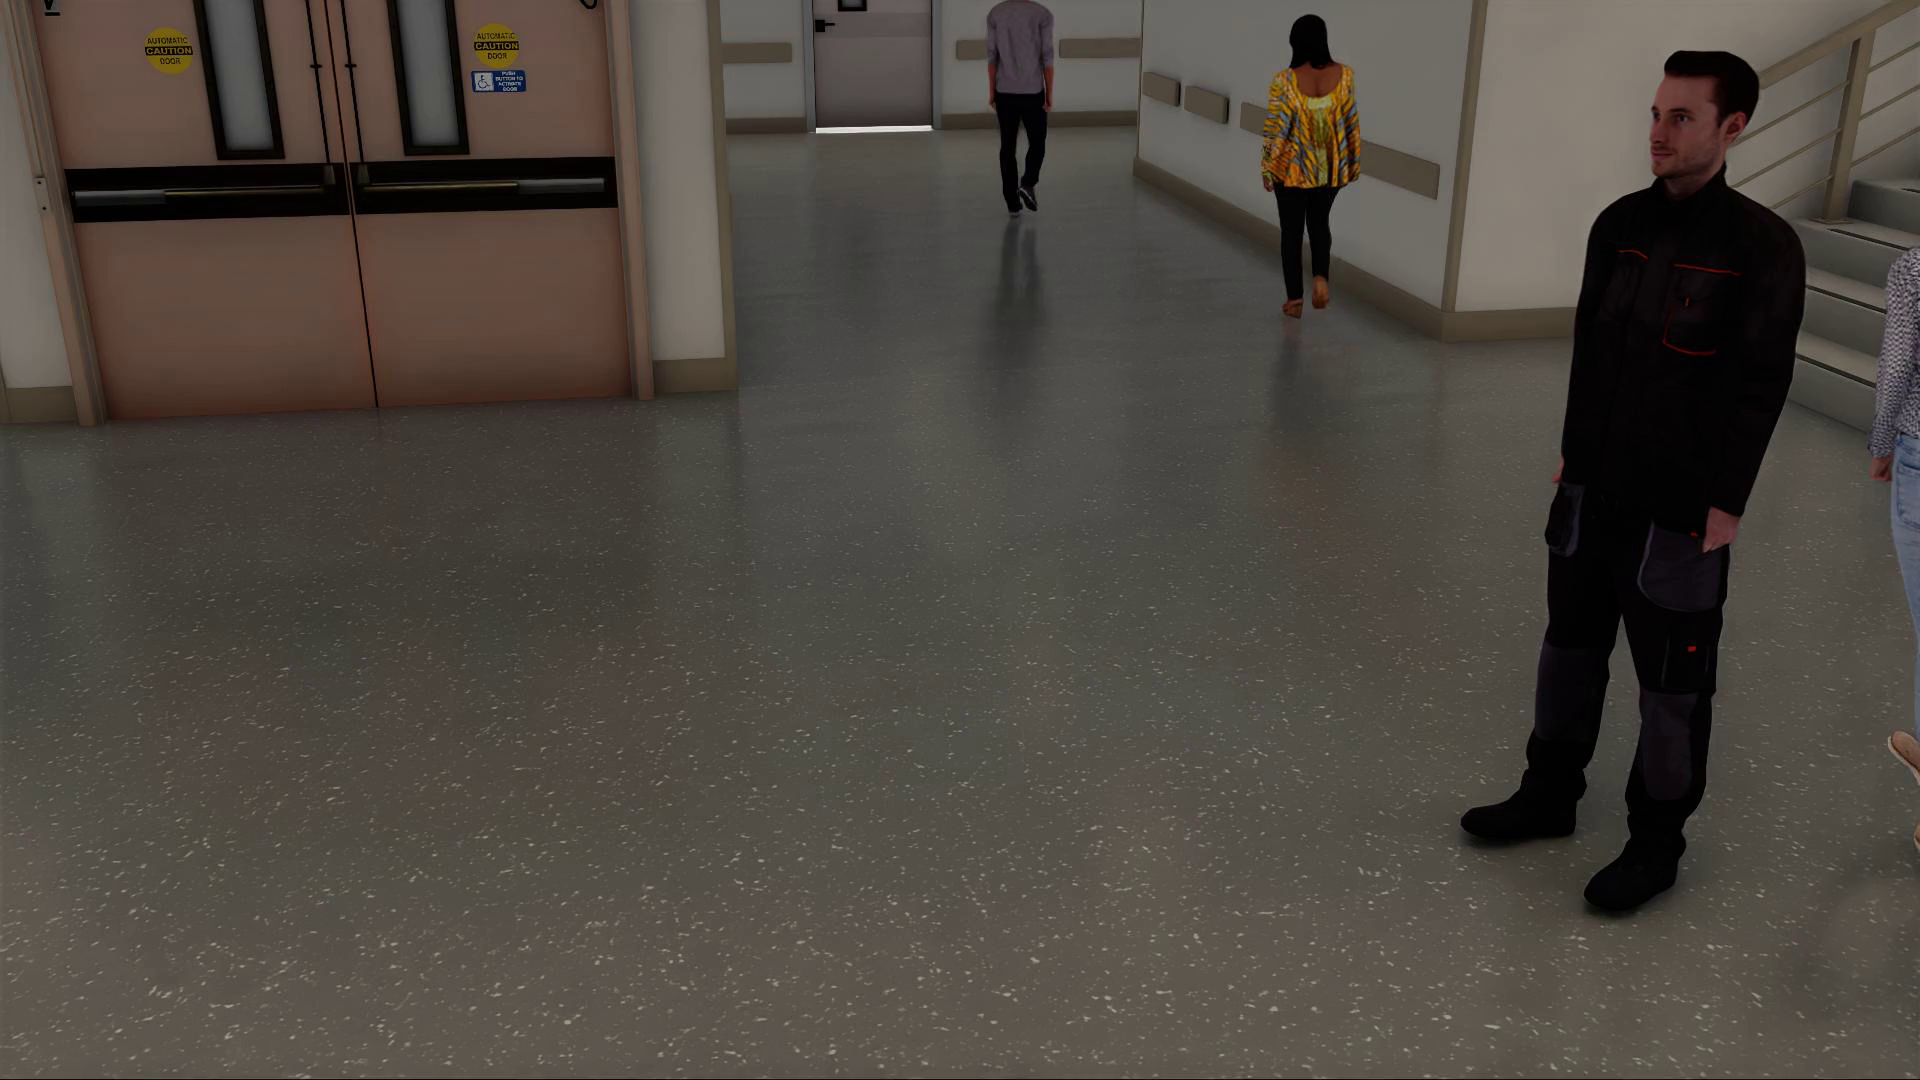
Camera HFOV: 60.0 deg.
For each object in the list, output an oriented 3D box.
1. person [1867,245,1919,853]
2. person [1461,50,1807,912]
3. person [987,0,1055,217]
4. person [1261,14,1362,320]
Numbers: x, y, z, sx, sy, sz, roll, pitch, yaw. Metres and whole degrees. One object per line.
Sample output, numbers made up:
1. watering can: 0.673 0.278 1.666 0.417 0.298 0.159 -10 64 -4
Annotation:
1. person: 2.295 -0.047 3.777 0.910 1.755 0.915 8 22 20
2. person: 1.532 -0.115 3.729 0.726 1.915 0.764 -12 24 -29
3. person: 0.413 -3.285 12.217 0.827 1.831 0.864 4 21 11
4. person: 1.930 -2.008 9.112 0.652 1.643 0.748 -3 21 -8
